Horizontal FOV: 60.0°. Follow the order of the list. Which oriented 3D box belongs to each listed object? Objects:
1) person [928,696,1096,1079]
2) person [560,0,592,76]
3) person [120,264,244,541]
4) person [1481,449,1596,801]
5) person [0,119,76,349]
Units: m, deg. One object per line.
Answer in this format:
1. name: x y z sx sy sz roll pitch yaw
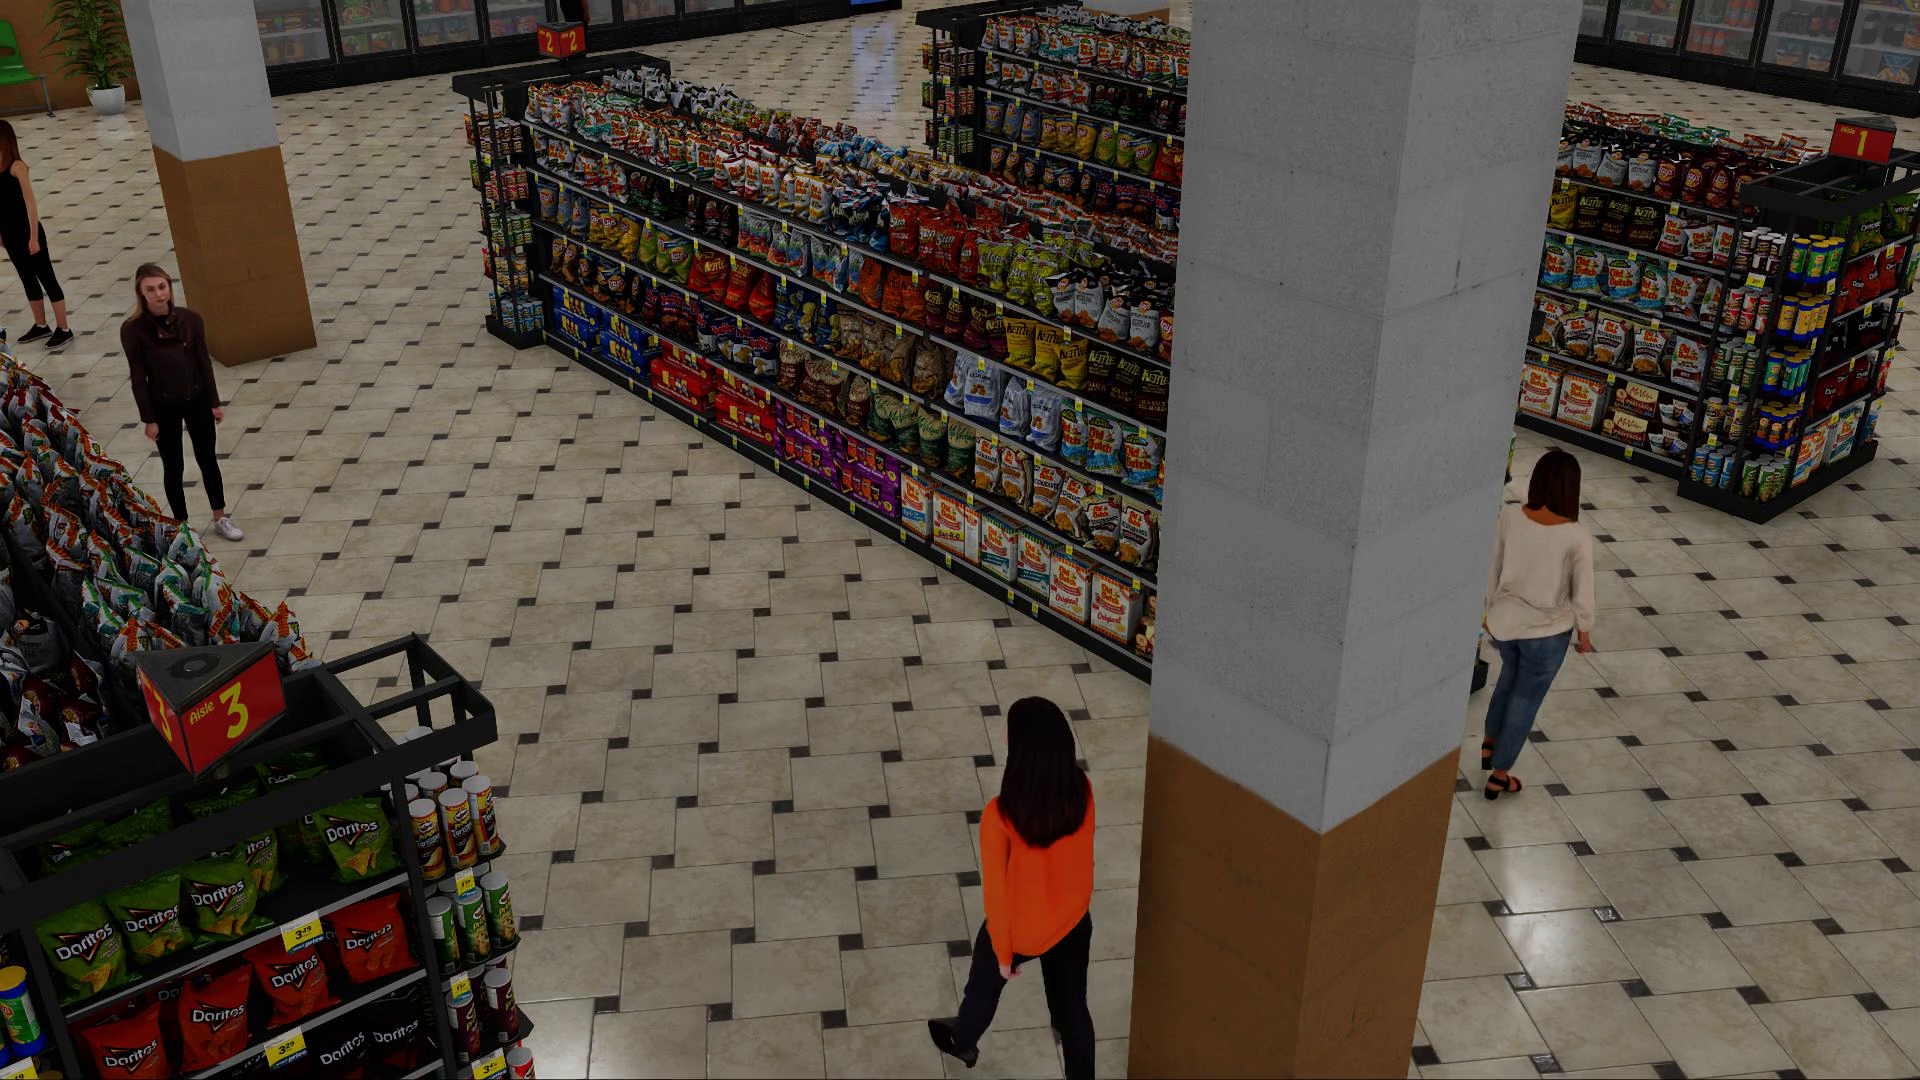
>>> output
1. person: 0.317 1.315 5.447 0.682 1.720 1.008 -17 31 -29
2. person: -4.960 -6.819 21.376 0.731 1.820 0.506 -23 35 -38
3. person: -4.490 -0.766 9.566 0.606 1.705 0.502 -22 34 -37
4. person: 2.438 0.415 7.279 0.698 1.669 0.549 -17 32 -30
5. person: -7.112 -2.334 12.635 0.578 1.726 0.696 11 29 21
